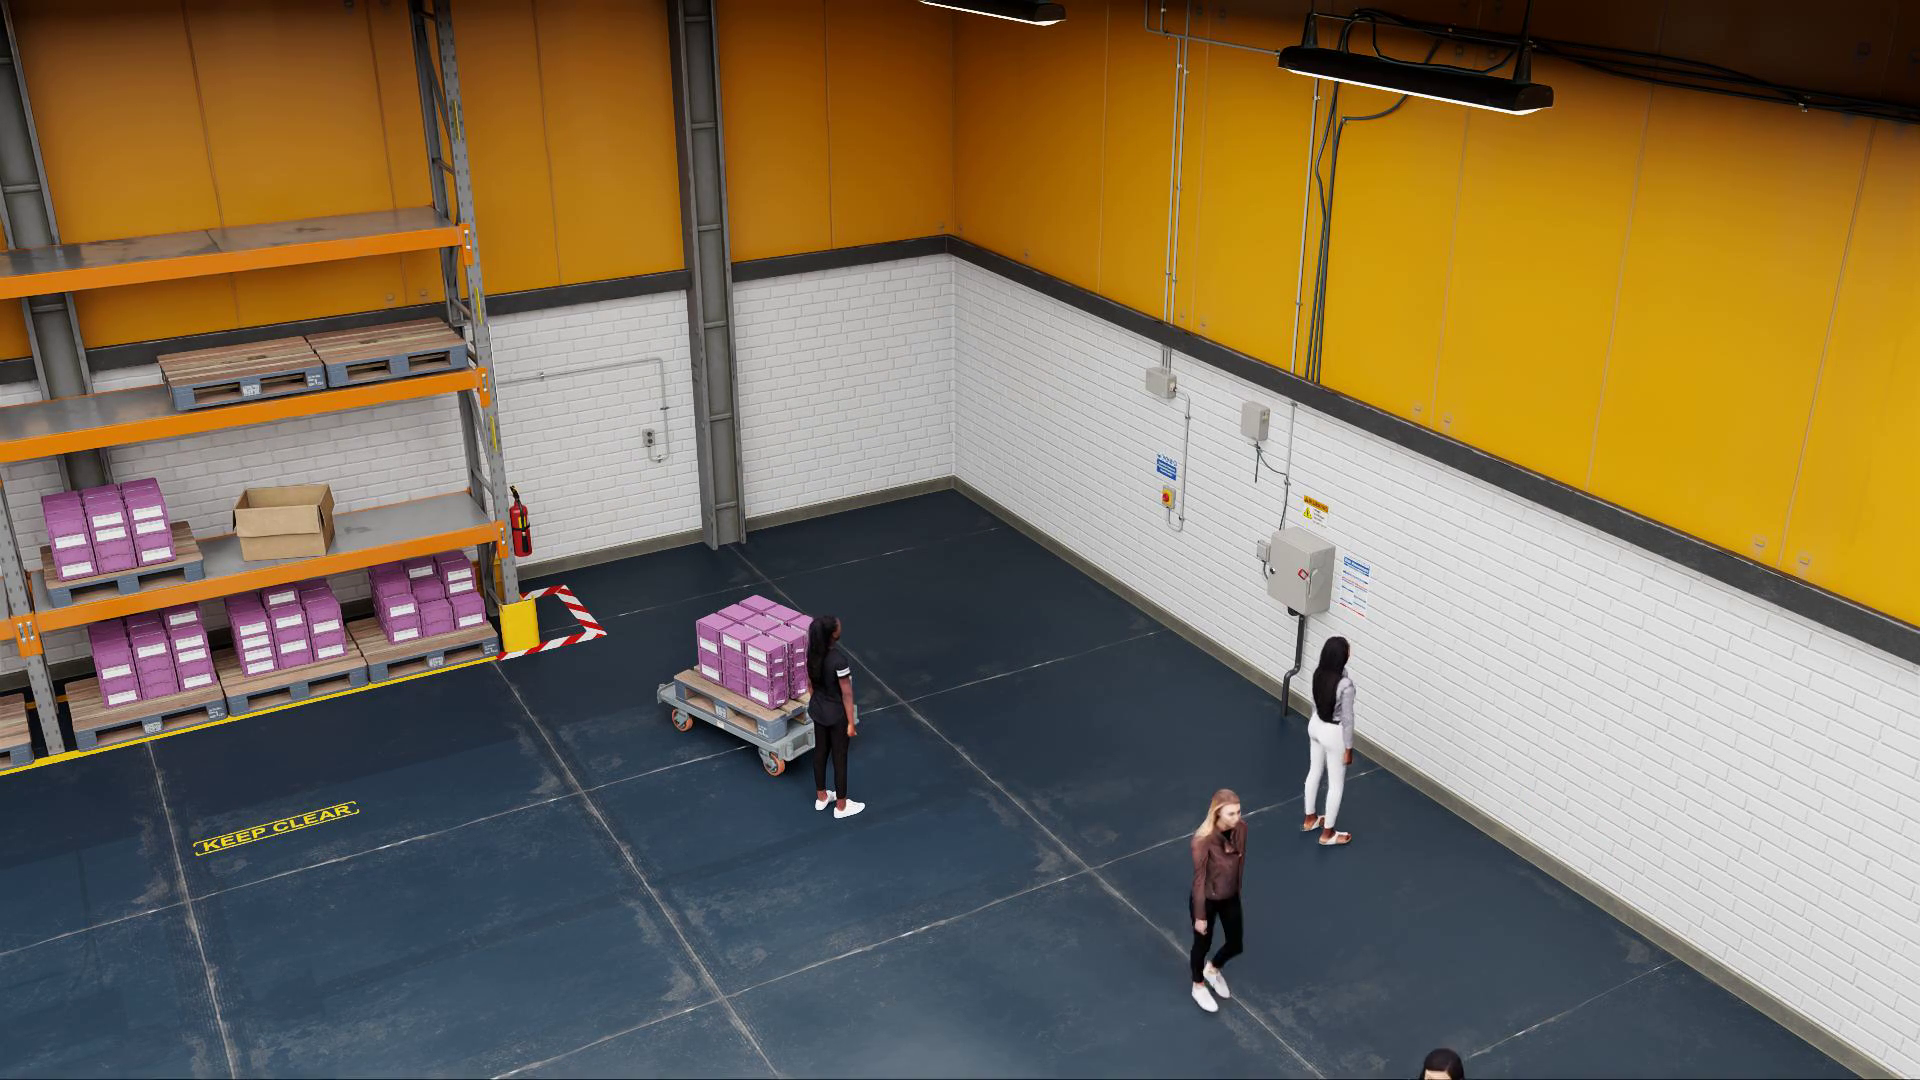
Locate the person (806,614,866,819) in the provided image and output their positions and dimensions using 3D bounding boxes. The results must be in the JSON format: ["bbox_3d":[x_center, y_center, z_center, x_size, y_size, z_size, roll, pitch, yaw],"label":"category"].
[{"bbox_3d":[-1.014,1.370,13.092,0.680,1.735,0.675,20,30,38],"label":"person"}]

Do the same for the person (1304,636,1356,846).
[{"bbox_3d":[2.828,1.517,12.767,0.558,1.726,0.622,-10,26,-22],"label":"person"}]

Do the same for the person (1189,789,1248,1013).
[{"bbox_3d":[1.633,2.326,10.956,0.514,1.693,0.669,-11,26,-24],"label":"person"}]
